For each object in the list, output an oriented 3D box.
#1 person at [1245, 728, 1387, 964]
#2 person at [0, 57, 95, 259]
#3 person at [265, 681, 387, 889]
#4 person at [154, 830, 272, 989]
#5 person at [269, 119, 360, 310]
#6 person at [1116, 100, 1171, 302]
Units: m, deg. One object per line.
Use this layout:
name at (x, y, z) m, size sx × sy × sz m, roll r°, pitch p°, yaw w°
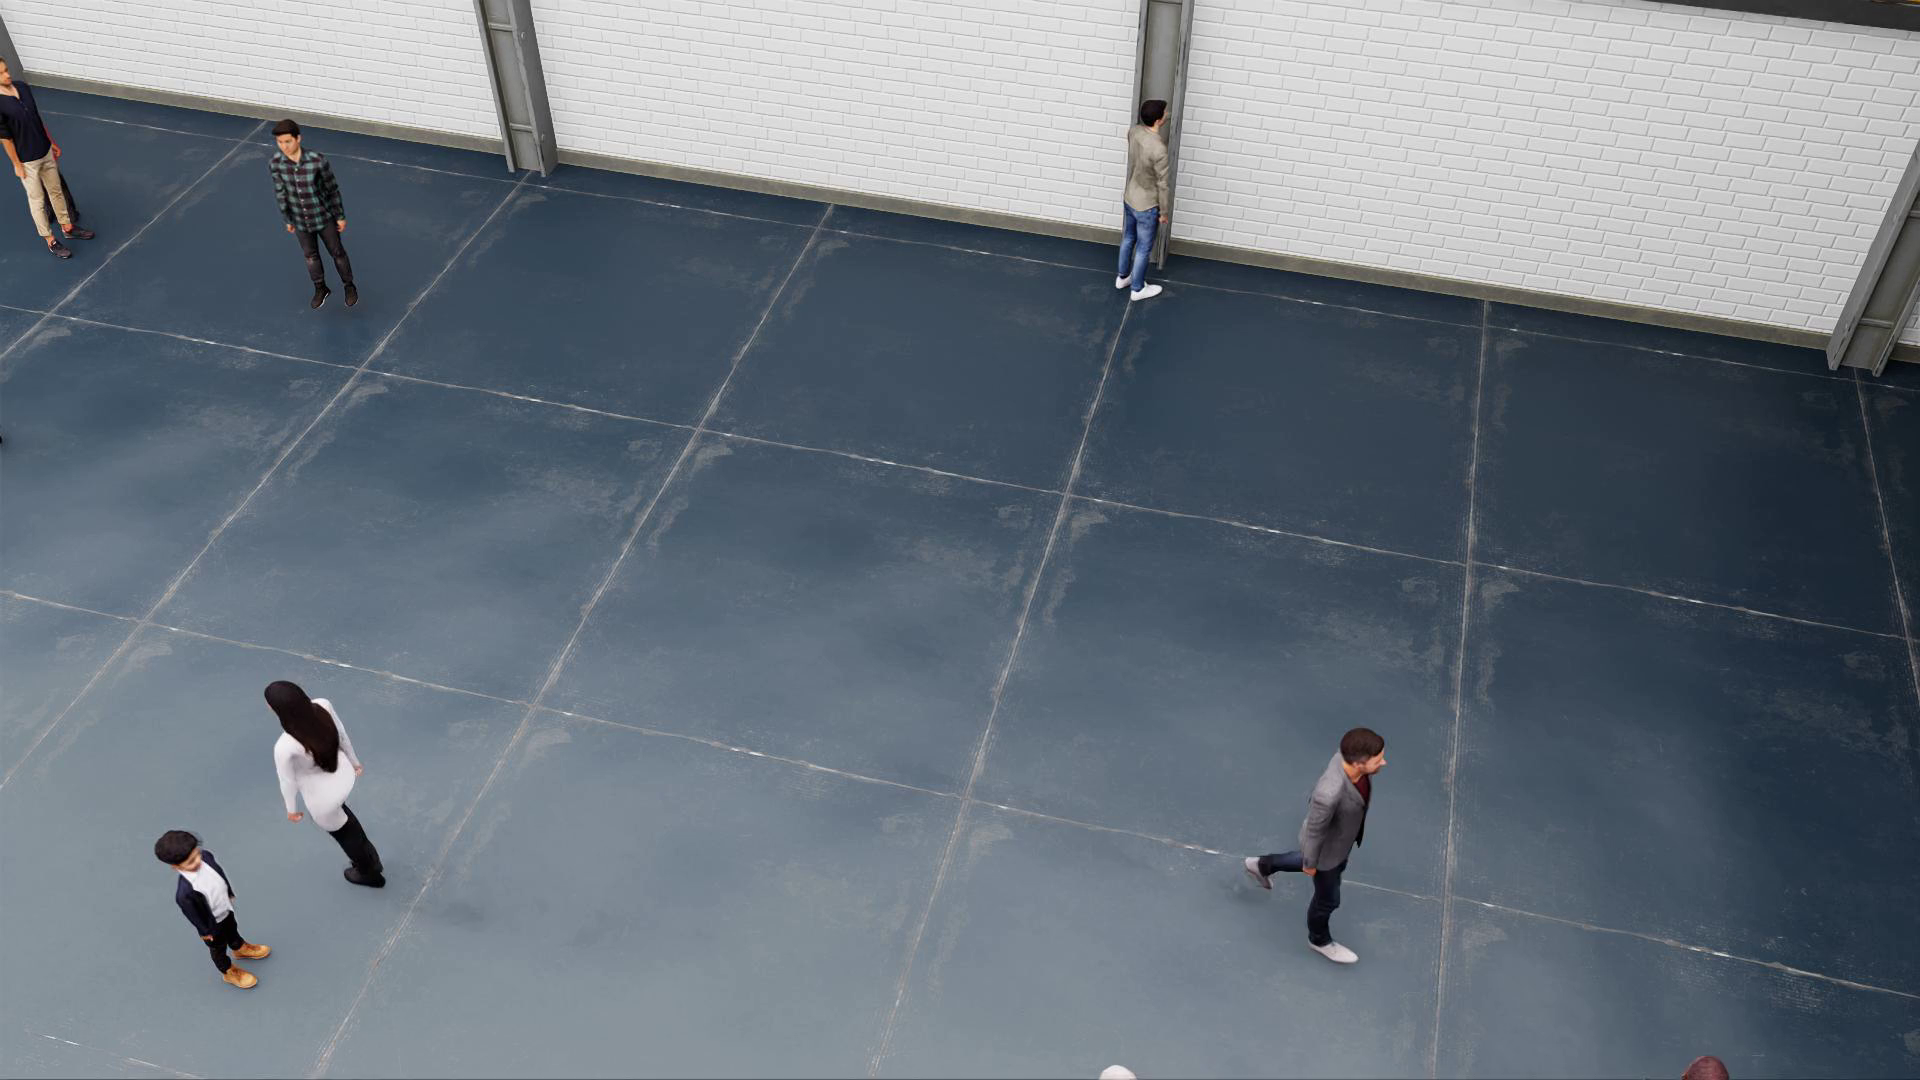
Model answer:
person at (1.984, 1.634, 9.267) m, size 1.125 × 1.852 × 0.883 m, roll 23°, pitch 48°, yaw 22°
person at (-8.112, -3.379, 14.525) m, size 0.531 × 1.858 × 0.636 m, roll 12°, pitch 45°, yaw 13°
person at (-3.536, 1.453, 9.496) m, size 0.586 × 1.798 × 0.635 m, roll 13°, pitch 45°, yaw 14°
person at (-4.200, 2.042, 9.293) m, size 0.529 × 1.225 × 0.531 m, roll 4°, pitch 44°, yaw 4°
person at (-5.323, -2.704, 13.690) m, size 0.609 × 1.713 × 0.766 m, roll -3°, pitch 44°, yaw -3°
person at (1.531, -2.855, 13.972) m, size 0.829 × 1.863 × 0.777 m, roll -20°, pitch 47°, yaw -20°
